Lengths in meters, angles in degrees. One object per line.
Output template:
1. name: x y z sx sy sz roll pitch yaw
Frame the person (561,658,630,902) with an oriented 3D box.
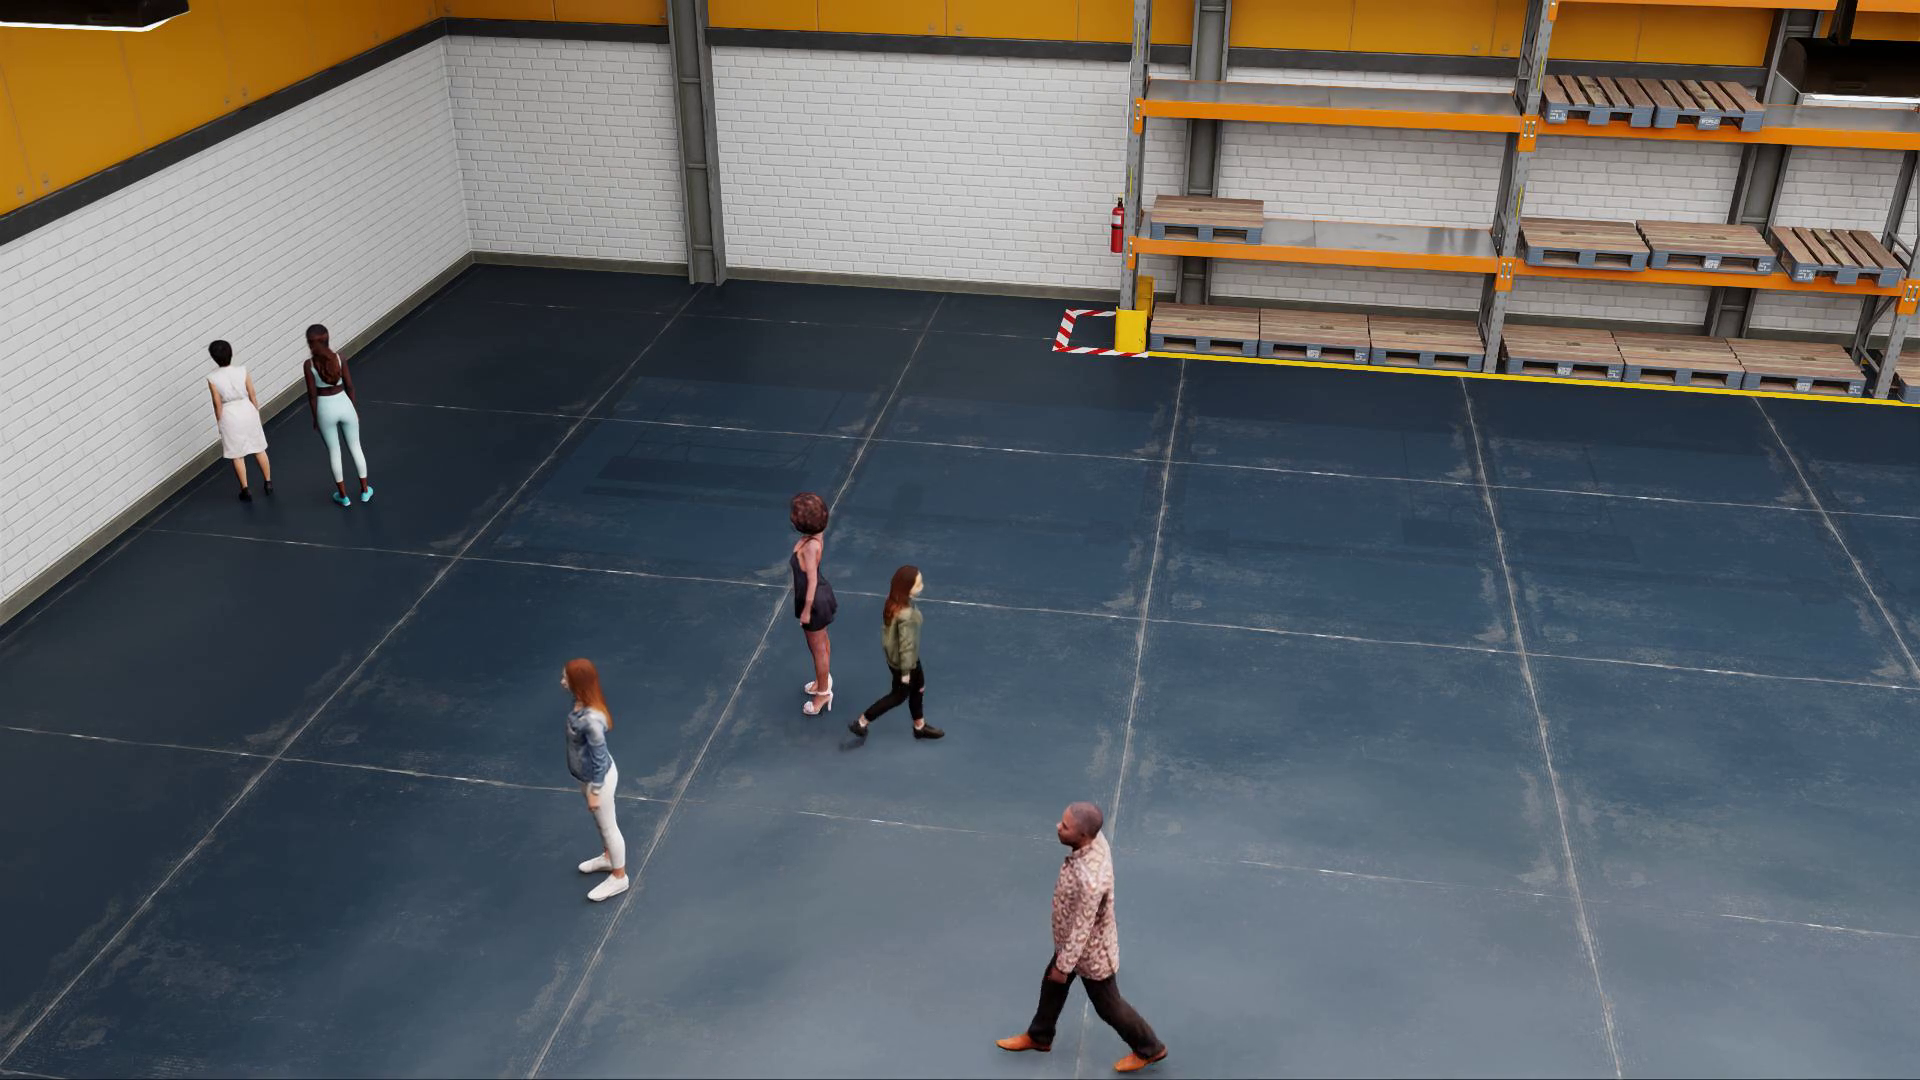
1. person: -2.259 1.456 10.369 0.708 1.703 0.695 -11 31 -20

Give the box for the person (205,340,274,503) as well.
1. person: -6.588 -1.091 15.196 0.641 1.552 0.693 -20 35 -33

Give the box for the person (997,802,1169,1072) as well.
1. person: 0.778 2.182 8.957 1.241 1.781 0.879 -2 29 -3

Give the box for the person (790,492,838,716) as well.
1. person: -1.064 0.451 12.122 0.581 1.789 0.596 0 29 0

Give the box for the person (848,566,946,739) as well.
1. person: -0.479 0.836 11.769 0.995 1.451 0.742 -4 29 -7

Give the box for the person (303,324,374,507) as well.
1. person: -5.668 -1.135 15.094 0.643 1.726 0.715 -15 32 -26
